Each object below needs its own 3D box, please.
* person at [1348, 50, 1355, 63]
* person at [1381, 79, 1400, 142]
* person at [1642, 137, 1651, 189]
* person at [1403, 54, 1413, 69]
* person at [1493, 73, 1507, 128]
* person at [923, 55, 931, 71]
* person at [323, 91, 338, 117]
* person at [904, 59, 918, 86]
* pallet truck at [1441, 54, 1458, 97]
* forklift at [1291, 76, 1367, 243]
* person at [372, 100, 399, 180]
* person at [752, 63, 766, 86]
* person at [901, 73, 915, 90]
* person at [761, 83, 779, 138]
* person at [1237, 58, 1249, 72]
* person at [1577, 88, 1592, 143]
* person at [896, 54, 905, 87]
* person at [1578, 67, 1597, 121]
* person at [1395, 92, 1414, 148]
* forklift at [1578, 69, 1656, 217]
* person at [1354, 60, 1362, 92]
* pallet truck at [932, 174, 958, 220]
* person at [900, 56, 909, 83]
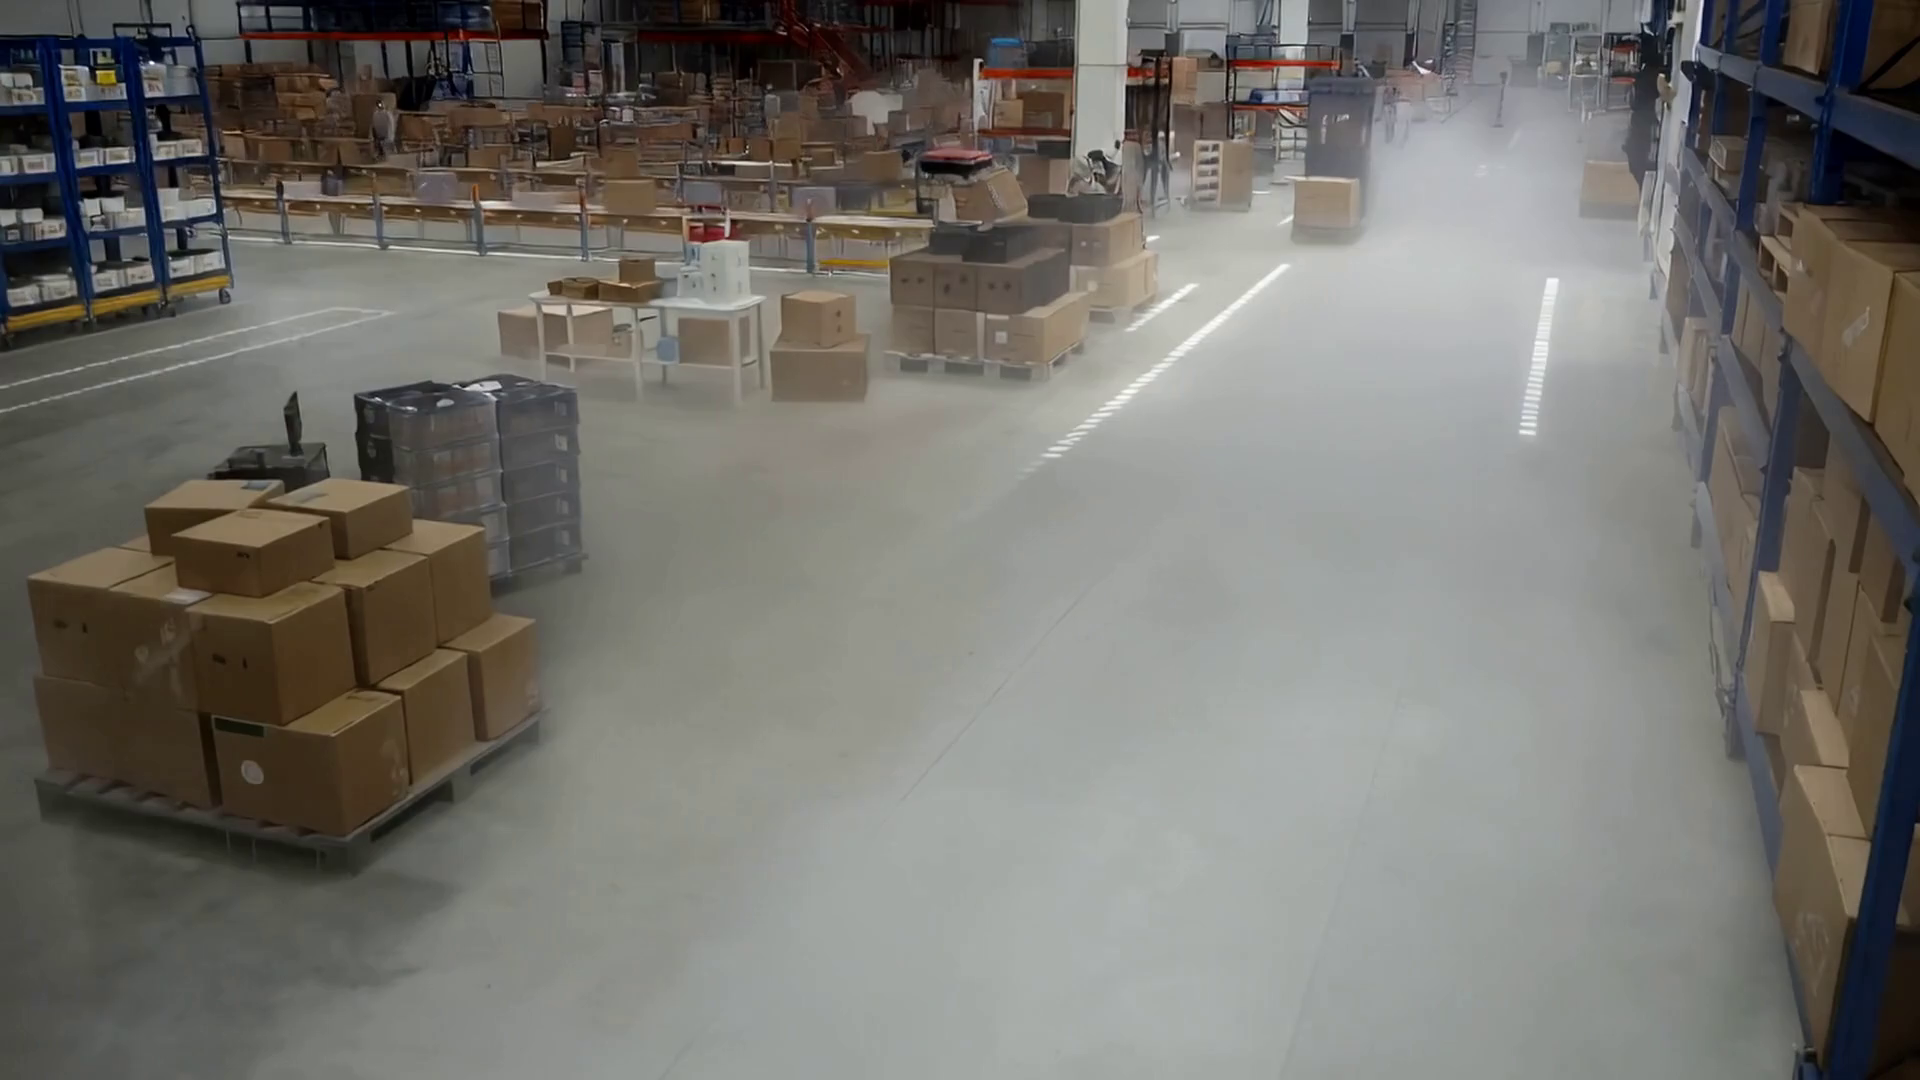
[{"bbox_3d":[21.604,-26.097,91.841,0.430,1.845,0.620,-1,18,-2],"label":"person"},{"bbox_3d":[13.251,-13.216,51.239,0.580,1.914,0.681,3,18,10],"label":"person"},{"bbox_3d":[14.625,-8.004,35.158,0.442,1.731,0.538,10,20,29],"label":"person"},{"bbox_3d":[21.654,-22.560,80.590,0.367,1.927,0.590,-12,21,-33],"label":"person"},{"bbox_3d":[18.771,-15.246,57.710,0.327,1.865,0.520,1,18,2],"label":"person"},{"bbox_3d":[-1.644,-22.594,80.823,0.645,1.867,1.013,9,20,26],"label":"person"},{"bbox_3d":[-19.412,-13.226,51.114,0.615,2.012,0.822,10,20,28],"label":"person"},{"bbox_3d":[-2.043,-19.072,69.546,0.646,1.972,0.460,-5,18,-14],"label":"person"},{"bbox_3d":[22.765,-21.886,78.355,0.823,1.965,1.885,-4,18,-14],"label":"pallet truck"},{"bbox_3d":[6.598,-6.755,29.381,1.129,2.768,1.873,6,19,19],"label":"forklift"},{"bbox_3d":[-13.812,-9.593,39.905,0.641,1.898,0.396,6,19,17],"label":"person"},{"bbox_3d":[-8.524,-19.253,70.352,0.593,1.829,0.997,3,18,9],"label":"person"},{"bbox_3d":[-1.855,-15.367,58.141,0.404,1.832,0.598,16,23,40],"label":"person"},{"bbox_3d":[-5.563,-12.462,48.898,0.553,1.915,0.826,3,18,10],"label":"person"},{"bbox_3d":[12.627,-20.798,74.868,0.682,2.000,0.538,13,22,34],"label":"person"},{"bbox_3d":[19.319,-13.125,51.412,0.313,1.637,0.513,0,18,-1],"label":"person"},{"bbox_3d":[-2.934,-23.193,82.712,0.516,1.843,0.326,-4,18,-12],"label":"person"},{"bbox_3d":[23.090,-16.425,61.270,0.606,1.958,0.378,5,18,16],"label":"person"},{"bbox_3d":[13.129,-12.403,49.174,0.510,1.617,0.438,5,18,14],"label":"person"},{"bbox_3d":[13.219,-7.740,32.475,1.873,2.768,1.129,6,19,18],"label":"forklift"},{"bbox_3d":[16.672,-19.168,69.918,0.377,1.932,0.551,8,19,23],"label":"person"},{"bbox_3d":[-0.507,-5.292,27.348,0.653,1.274,1.630,6,19,19],"label":"pallet truck"},{"bbox_3d":[-2.633,-22.629,80.963,0.580,1.837,0.960,2,18,5],"label":"person"}]
